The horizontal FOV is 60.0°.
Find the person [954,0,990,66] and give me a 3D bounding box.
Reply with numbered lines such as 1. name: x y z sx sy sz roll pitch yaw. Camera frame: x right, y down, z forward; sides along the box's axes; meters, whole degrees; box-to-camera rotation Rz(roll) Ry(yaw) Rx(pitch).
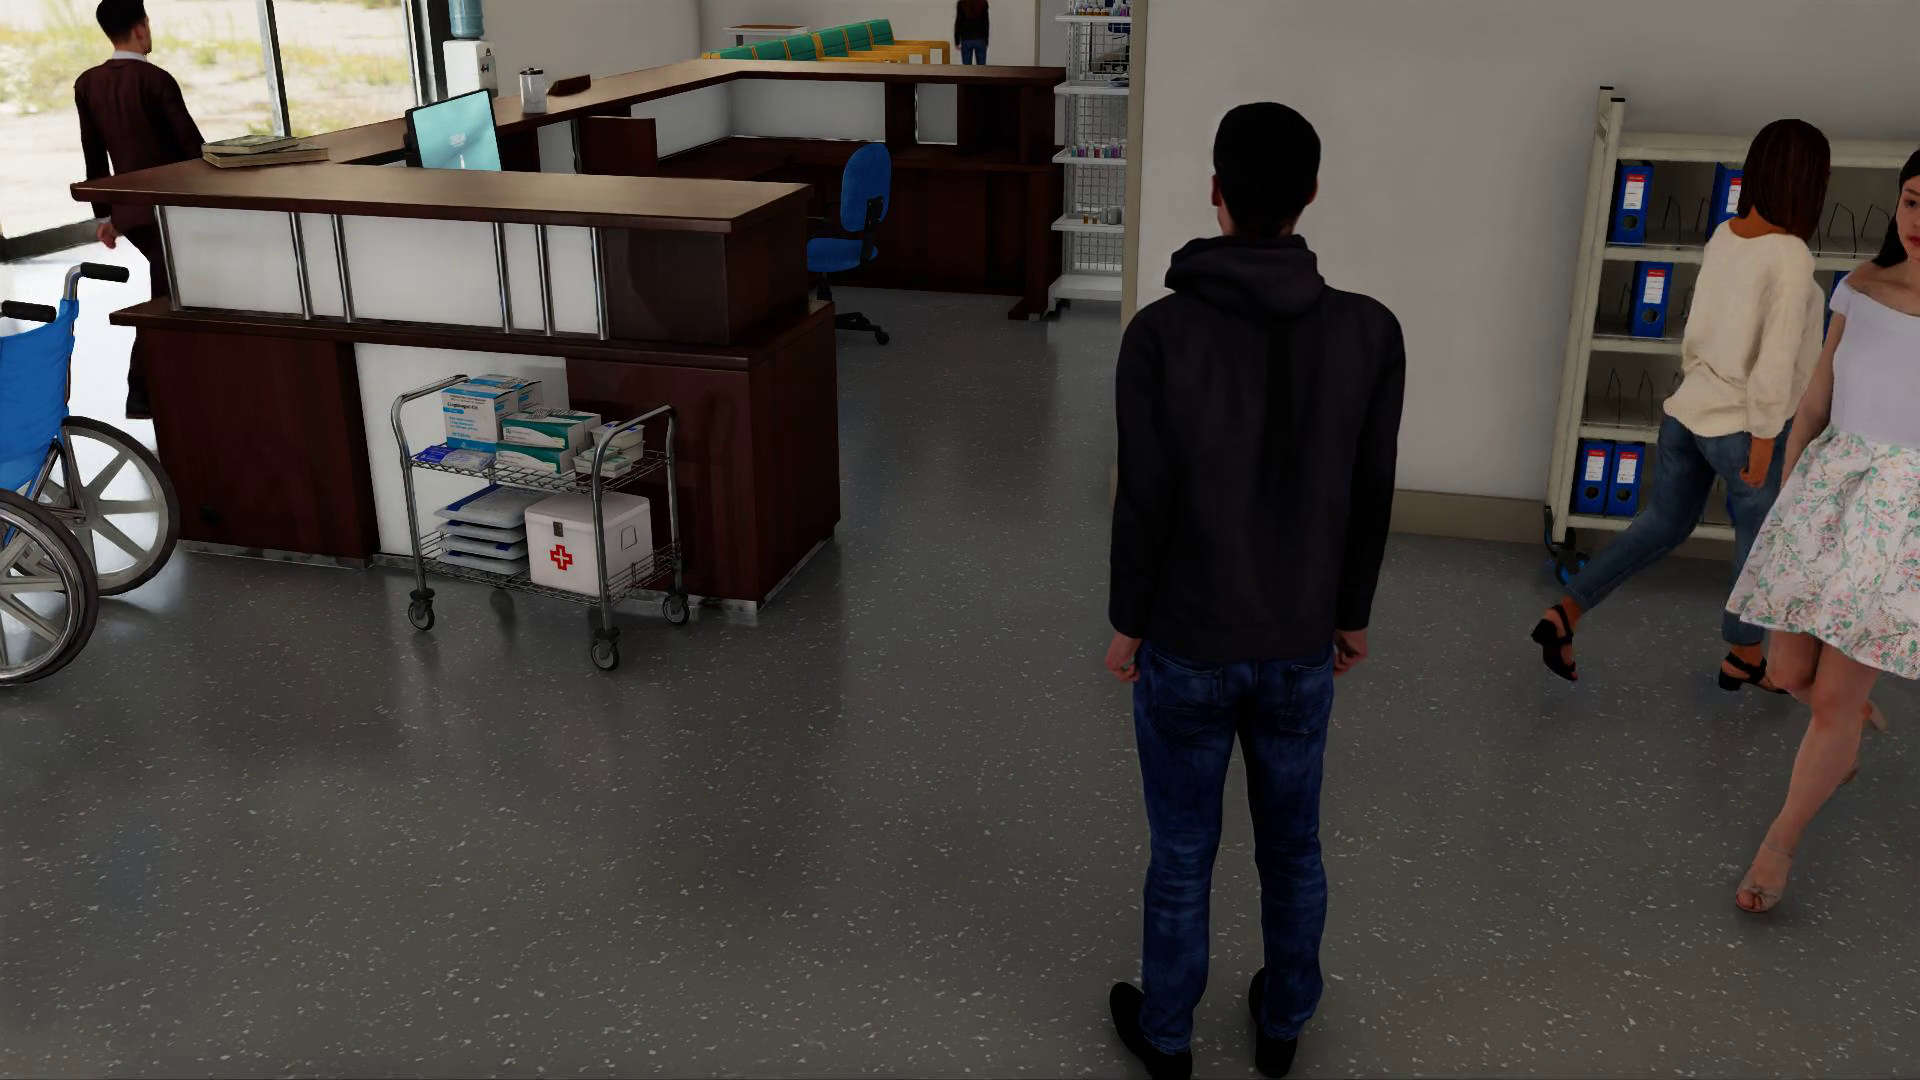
1. person: 0.159 -5.934 19.737 0.548 1.478 0.693 -2 21 -6

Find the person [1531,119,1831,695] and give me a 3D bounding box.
1. person: 2.043 -0.297 4.615 1.142 1.648 0.897 -2 21 -6

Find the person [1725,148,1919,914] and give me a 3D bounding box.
1. person: 2.034 0.009 3.656 0.933 1.755 0.933 -17 26 -37

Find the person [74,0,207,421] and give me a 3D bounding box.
1. person: -3.564 -1.407 7.300 1.129 1.821 0.801 7 22 17

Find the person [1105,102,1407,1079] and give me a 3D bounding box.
1. person: 0.515 0.164 3.049 0.667 1.894 0.813 -3 21 -9
